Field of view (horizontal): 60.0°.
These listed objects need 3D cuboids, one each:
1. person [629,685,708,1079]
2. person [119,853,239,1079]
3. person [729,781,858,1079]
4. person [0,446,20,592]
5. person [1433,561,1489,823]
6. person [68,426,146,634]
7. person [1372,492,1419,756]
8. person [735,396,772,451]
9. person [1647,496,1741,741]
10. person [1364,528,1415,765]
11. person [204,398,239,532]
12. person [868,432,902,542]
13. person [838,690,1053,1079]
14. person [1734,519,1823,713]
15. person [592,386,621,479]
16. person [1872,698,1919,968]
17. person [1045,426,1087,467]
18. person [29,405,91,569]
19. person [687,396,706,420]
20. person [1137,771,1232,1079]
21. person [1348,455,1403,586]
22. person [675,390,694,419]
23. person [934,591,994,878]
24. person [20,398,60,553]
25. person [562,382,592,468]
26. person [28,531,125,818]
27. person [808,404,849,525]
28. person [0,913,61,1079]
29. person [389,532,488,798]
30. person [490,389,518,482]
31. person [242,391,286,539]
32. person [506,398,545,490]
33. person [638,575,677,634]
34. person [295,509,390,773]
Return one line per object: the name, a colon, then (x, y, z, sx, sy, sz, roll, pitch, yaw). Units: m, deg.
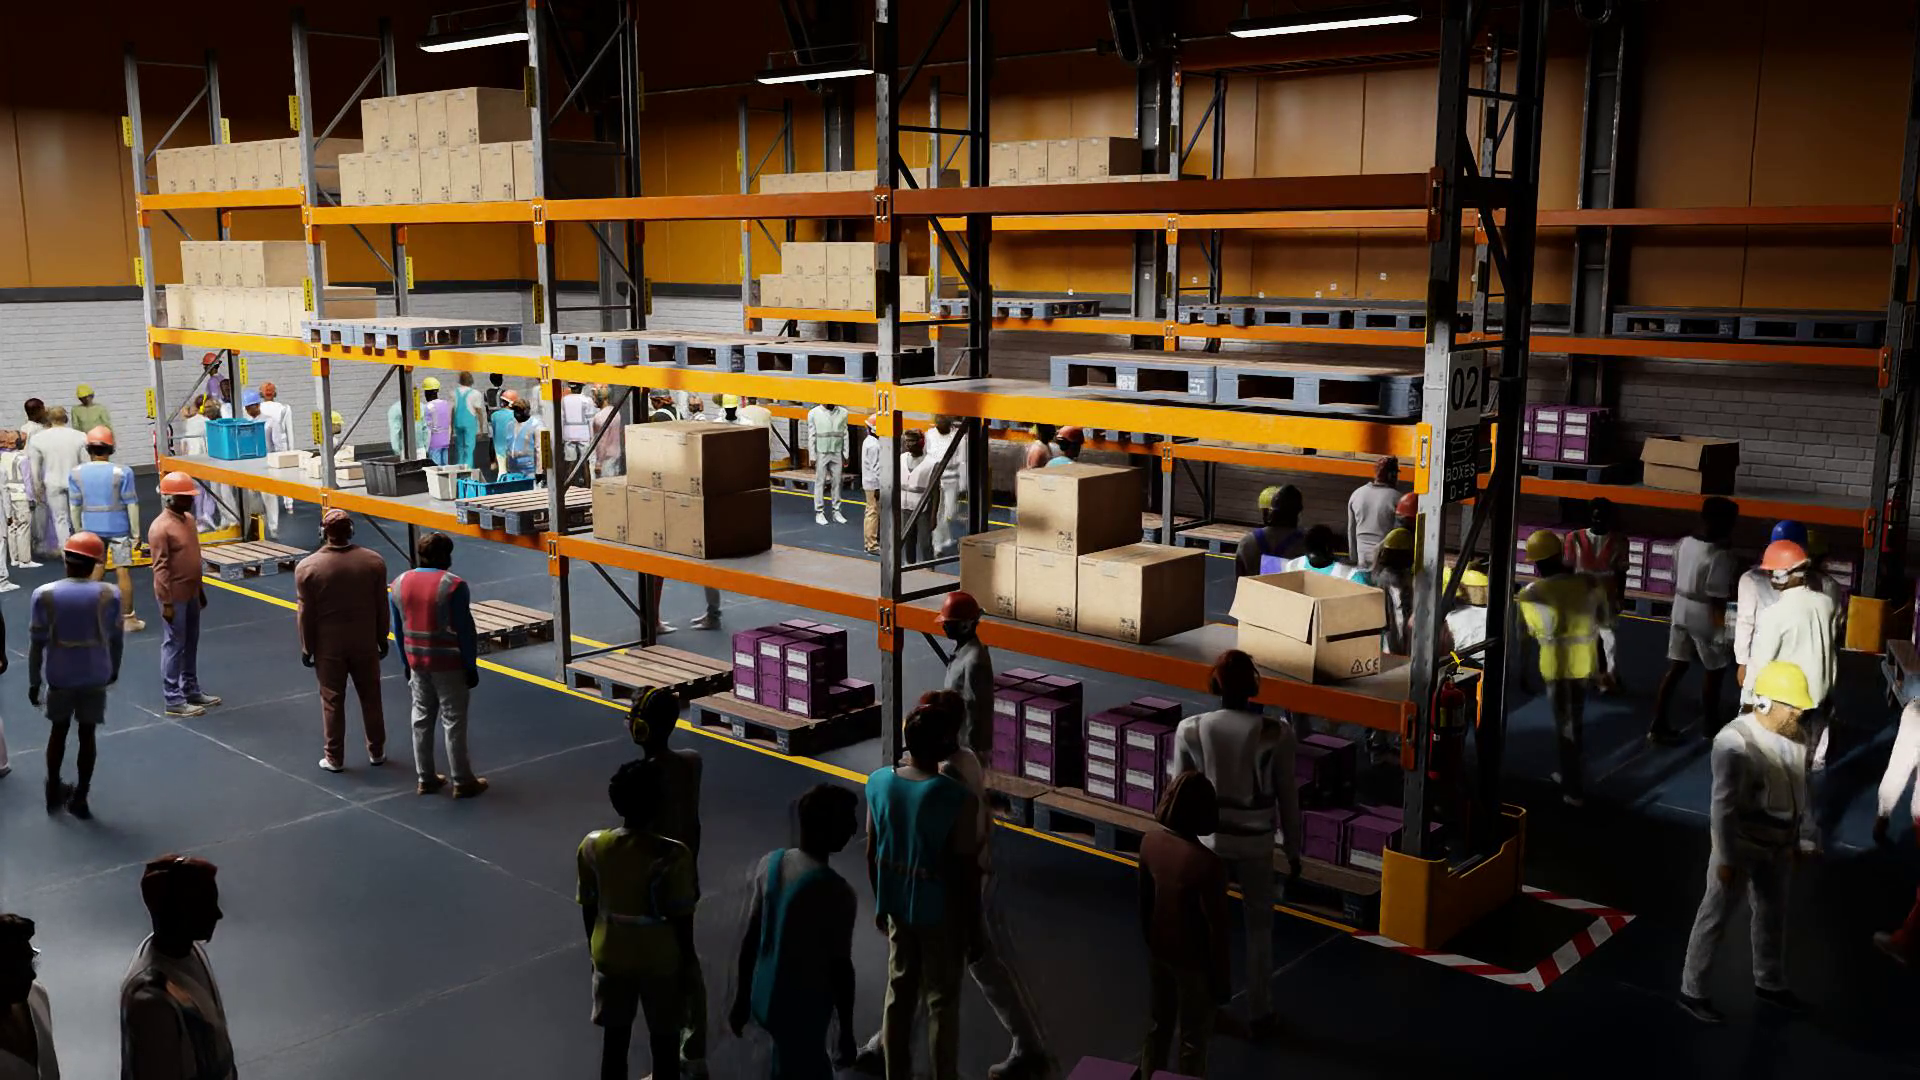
person: (-1.331, 1.556, 7.372, 0.328, 1.873, 0.521, 5, 11, 25)
person: (-2.487, 1.910, 5.364, 0.368, 1.878, 0.584, -3, 10, -17)
person: (-0.666, 1.794, 6.267, 0.858, 1.801, 0.555, -7, 12, -36)
person: (-10.633, -0.297, 18.249, 0.487, 1.736, 0.360, 1, 10, 5)
person: (3.349, 0.996, 10.928, 0.480, 1.735, 0.317, -1, 10, -3)
person: (-8.307, -0.090, 16.207, 0.633, 2.041, 0.391, -2, 10, -9)
person: (3.309, 0.619, 12.357, 0.620, 1.985, 0.408, -6, 12, -29)
person: (-3.022, -1.371, 24.251, 0.565, 1.750, 0.341, -5, 11, -24)
person: (5.594, 0.611, 12.591, 0.578, 1.934, 0.680, -2, 10, -10)
person: (3.176, 0.772, 12.204, 0.320, 1.737, 0.487, 1, 10, 4)
person: (-9.608, -0.949, 21.688, 0.730, 1.821, 0.528, 6, 12, 30)
person: (-0.915, -0.915, 21.215, 0.391, 1.923, 0.550, 9, 13, 40)
person: (-0.028, 1.560, 7.476, 0.993, 1.837, 0.596, 3, 10, 15)
person: (5.558, 0.819, 11.324, 0.605, 1.949, 0.384, -2, 10, -9)
person: (-4.682, -1.065, 22.010, 0.373, 1.937, 0.630, 1, 10, 7)
person: (4.947, 1.366, 8.290, 0.628, 1.937, 1.074, -1, 10, -4)
person: (1.079, -0.143, 16.532, 0.404, 2.035, 0.606, -6, 11, -29)
person: (-10.586, -0.632, 19.621, 0.647, 1.908, 0.680, -6, 12, -32)
person: (-3.761, -1.244, 23.861, 0.310, 1.638, 0.523, -5, 11, -27)
person: (0.940, 1.755, 6.919, 0.279, 1.634, 0.499, -7, 12, -35)
person: (3.818, 0.185, 15.027, 0.403, 1.905, 0.651, -8, 13, -37)
person: (-4.258, -1.768, 26.018, 0.412, 1.926, 0.668, -1, 10, -3)
person: (0.021, 1.162, 9.965, 0.353, 1.744, 0.567, -2, 10, -9)
person: (-11.425, -0.796, 20.573, 0.399, 1.915, 0.591, -8, 13, -37)
person: (-5.971, -1.726, 25.762, 0.603, 1.938, 0.876, 4, 11, 24)
person: (-5.901, 0.883, 11.151, 0.604, 1.882, 0.655, -4, 11, -22)
person: (-1.793, -1.170, 22.679, 0.590, 1.912, 0.390, -5, 11, -28)
person: (-2.894, 1.995, 5.004, 0.383, 1.839, 0.568, 0, 10, -3)
person: (-3.569, 0.856, 11.433, 0.619, 1.838, 0.430, 3, 11, 19)
person: (-6.434, -1.281, 23.797, 0.573, 1.738, 0.352, 6, 12, 29)
person: (-9.012, -0.967, 21.479, 0.706, 1.932, 0.513, 2, 10, 10)
person: (-5.593, -0.906, 21.394, 0.625, 1.838, 0.429, 6, 12, 30)
person: (-3.003, -0.024, 16.218, 0.410, 1.908, 0.598, -6, 12, -31)
person: (-4.438, 0.721, 11.993, 0.643, 1.909, 0.410, -6, 12, -33)
